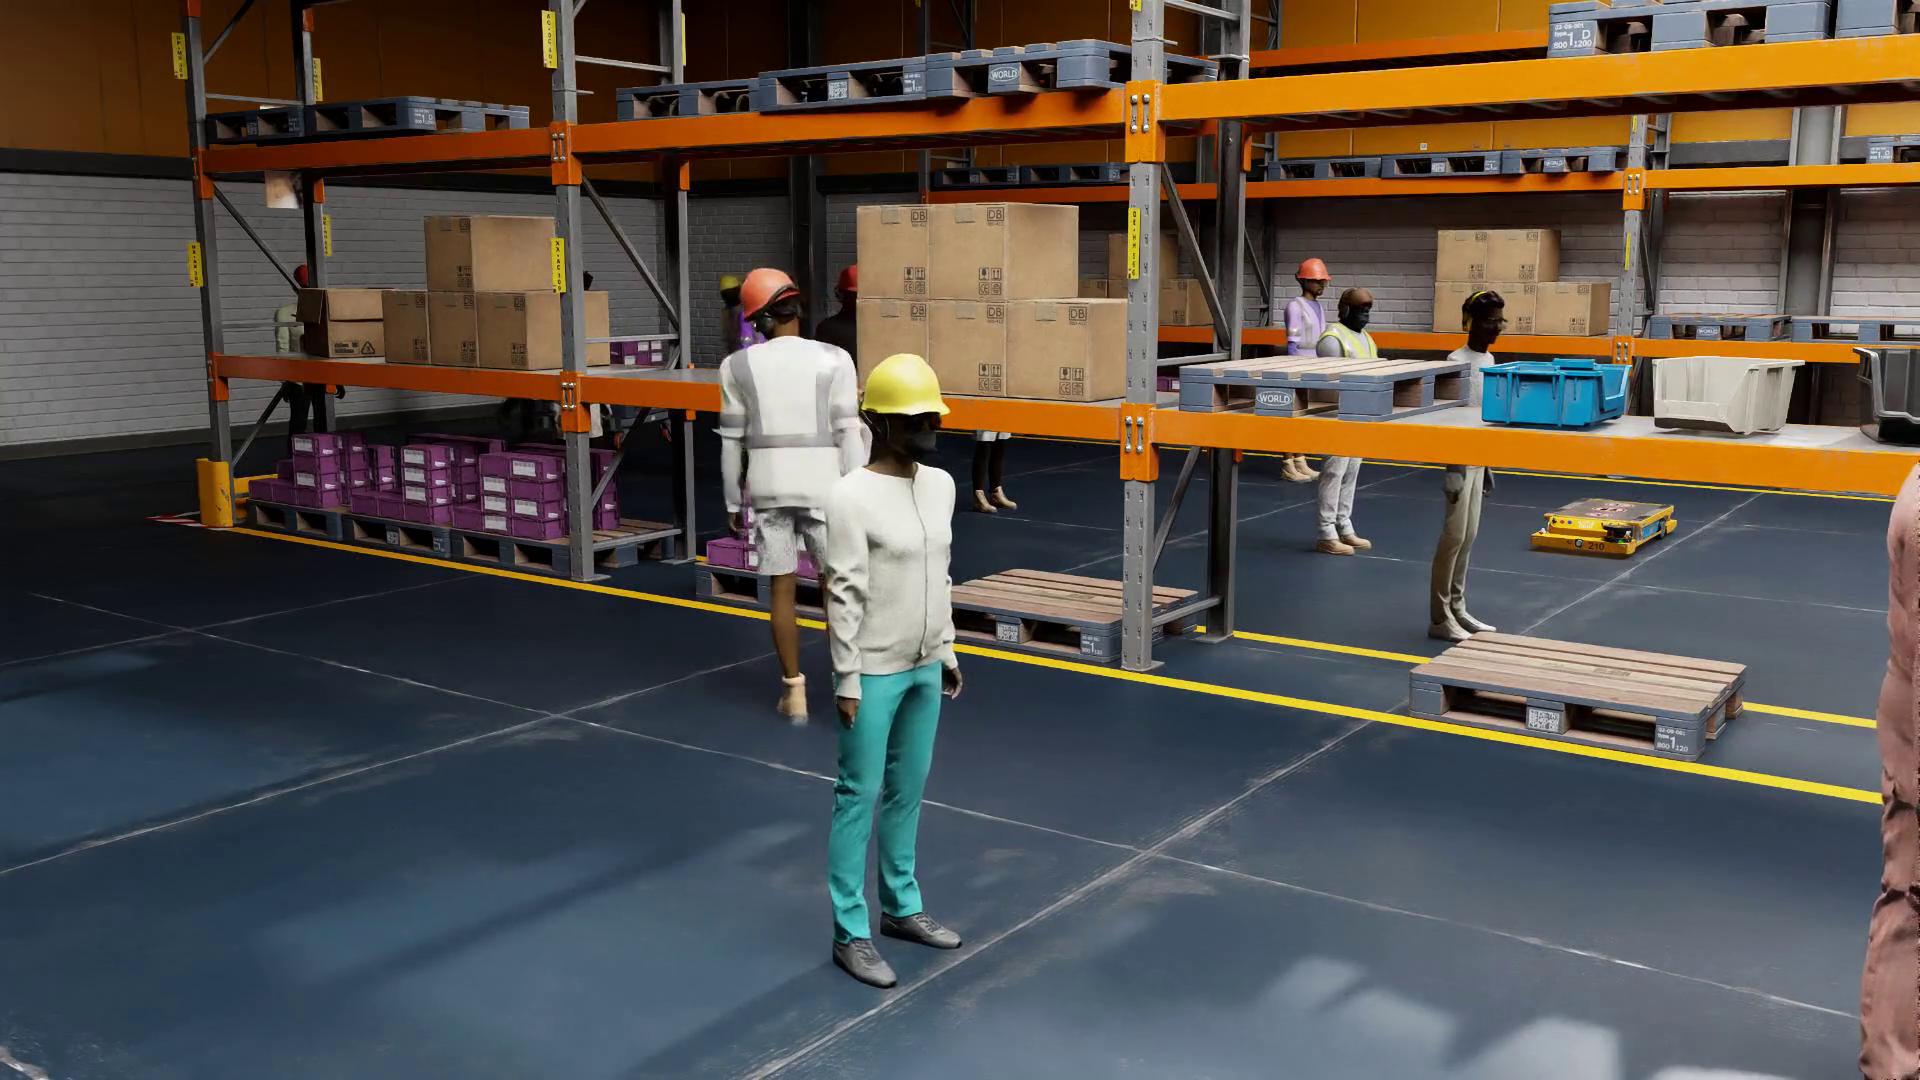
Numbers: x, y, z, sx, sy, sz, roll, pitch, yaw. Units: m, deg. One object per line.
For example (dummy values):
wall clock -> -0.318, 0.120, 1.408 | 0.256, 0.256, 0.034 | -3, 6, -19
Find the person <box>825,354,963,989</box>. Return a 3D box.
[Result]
person -> -0.168, 0.358, 4.726 | 0.331, 1.768, 0.527 | 7, 12, 37

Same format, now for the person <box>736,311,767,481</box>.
person -> -1.786, -1.493, 15.248 | 0.376, 1.934, 0.548 | 7, 12, 37

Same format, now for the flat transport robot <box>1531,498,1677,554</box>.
flat transport robot -> 4.663, -0.116, 11.991 | 0.652, 0.197, 1.431 | 7, 12, 35

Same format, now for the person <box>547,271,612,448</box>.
person -> -2.965, -1.117, 12.916 | 0.368, 1.963, 0.609 | 7, 12, 37

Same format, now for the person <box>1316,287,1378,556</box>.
person -> 2.696, -0.823, 11.542 | 0.430, 1.840, 0.625 | 7, 12, 37

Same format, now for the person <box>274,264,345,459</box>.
person -> -5.675, -1.411, 14.579 | 0.395, 1.994, 0.613 | 7, 12, 37

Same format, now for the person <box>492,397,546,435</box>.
person -> -5.056, -2.096, 19.186 | 0.584, 1.814, 0.544 | 1, 10, 6

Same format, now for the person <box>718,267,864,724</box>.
person -> -0.744, -0.198, 7.353 | 0.641, 1.994, 0.534 | 0, 10, -2

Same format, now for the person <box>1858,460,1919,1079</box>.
person -> 2.267, 0.460, 3.708 | 0.399, 1.905, 0.643 | 7, 12, 37

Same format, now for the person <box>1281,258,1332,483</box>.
person -> 3.190, -1.546, 15.241 | 0.397, 2.043, 0.610 | 7, 12, 37

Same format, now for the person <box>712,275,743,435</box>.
person -> -2.491, -2.131, 19.304 | 0.841, 1.860, 0.611 | -7, 12, -36

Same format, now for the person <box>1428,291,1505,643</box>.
person -> 2.732, -0.390, 8.890 | 0.327, 1.865, 0.514 | 7, 12, 37

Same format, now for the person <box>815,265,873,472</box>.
person -> -0.737, -0.877, 11.410 | 0.392, 1.991, 0.613 | 7, 12, 37

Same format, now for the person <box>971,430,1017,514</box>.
person -> 0.284, -1.069, 13.427 | 0.321, 1.695, 0.537 | 7, 12, 37

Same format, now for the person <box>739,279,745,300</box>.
person -> -2.732, -2.508, 21.567 | 0.389, 1.841, 0.564 | 7, 12, 37
